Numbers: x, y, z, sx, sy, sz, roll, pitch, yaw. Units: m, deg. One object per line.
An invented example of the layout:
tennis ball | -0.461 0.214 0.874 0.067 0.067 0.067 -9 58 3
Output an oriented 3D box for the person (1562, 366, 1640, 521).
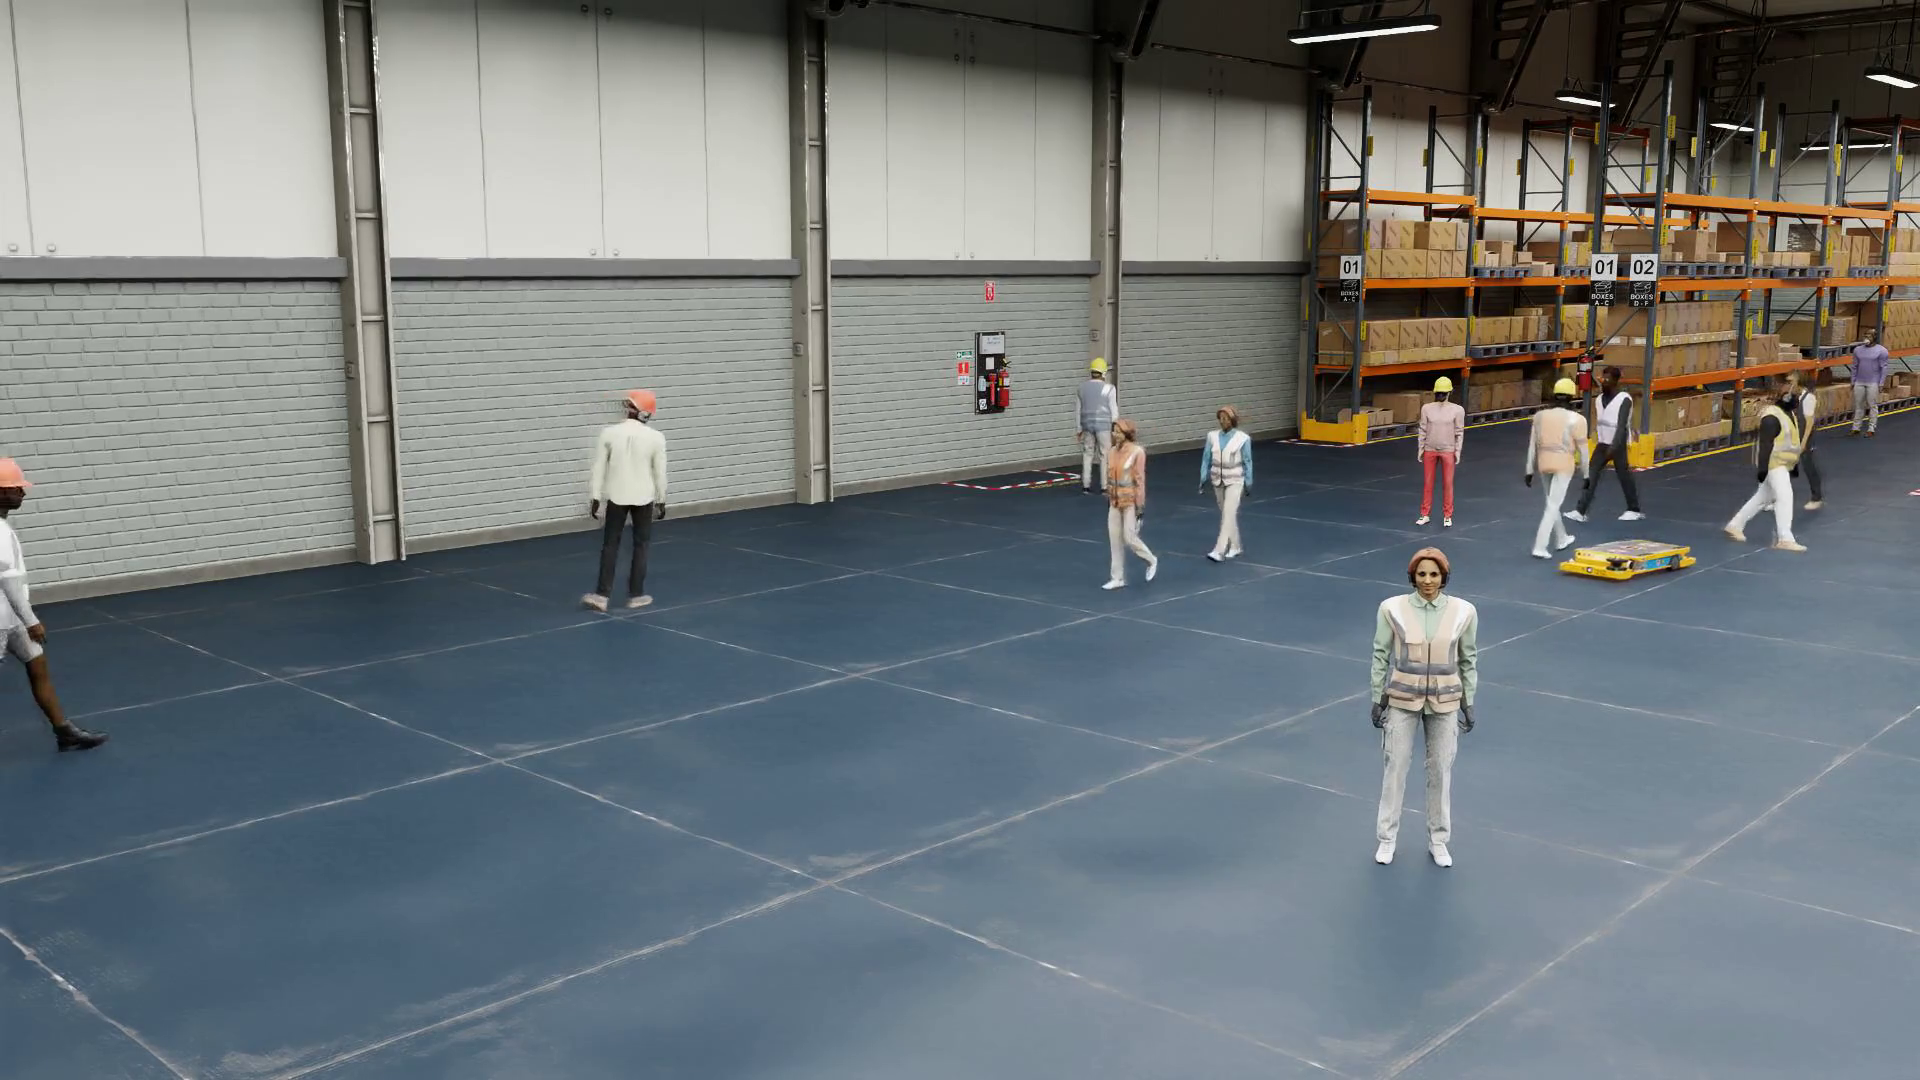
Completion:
person | 7.746 -1.137 19.835 1.045 1.863 0.591 -4 10 -21

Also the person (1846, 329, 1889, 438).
person | 16.222 -2.798 29.719 0.369 1.938 0.630 -6 11 -31

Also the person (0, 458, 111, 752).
person | -5.853 0.447 10.128 1.012 1.892 0.545 -5 11 -30

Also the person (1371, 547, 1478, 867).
person | 2.346 0.844 8.431 0.524 1.639 0.308 1 9 9

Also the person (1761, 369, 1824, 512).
person | 10.415 -1.229 20.649 0.991 1.789 0.544 -4 10 -22

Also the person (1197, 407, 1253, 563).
person | 2.713 -0.566 17.140 0.514 1.594 0.857 8 12 41

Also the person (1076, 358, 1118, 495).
person | 1.841 -1.509 22.183 0.598 1.831 0.403 6 11 30

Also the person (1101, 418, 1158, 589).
person | 1.600 -0.344 15.682 0.495 1.629 0.526 -7 12 -37

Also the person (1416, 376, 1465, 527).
person | 5.632 -1.038 19.525 0.523 1.767 0.313 5 10 27

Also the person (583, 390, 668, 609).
person | -2.977 -0.363 14.867 0.734 1.944 0.503 -1 9 -4

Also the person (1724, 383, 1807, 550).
person | 8.822 -0.818 18.138 0.881 1.806 0.627 8 12 39

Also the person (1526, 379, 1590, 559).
person | 6.299 -0.752 17.470 1.026 1.868 0.599 -8 12 -41

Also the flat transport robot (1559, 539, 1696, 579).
flat transport robot | 6.695 0.179 16.642 1.431 0.197 0.652 -7 12 -38
